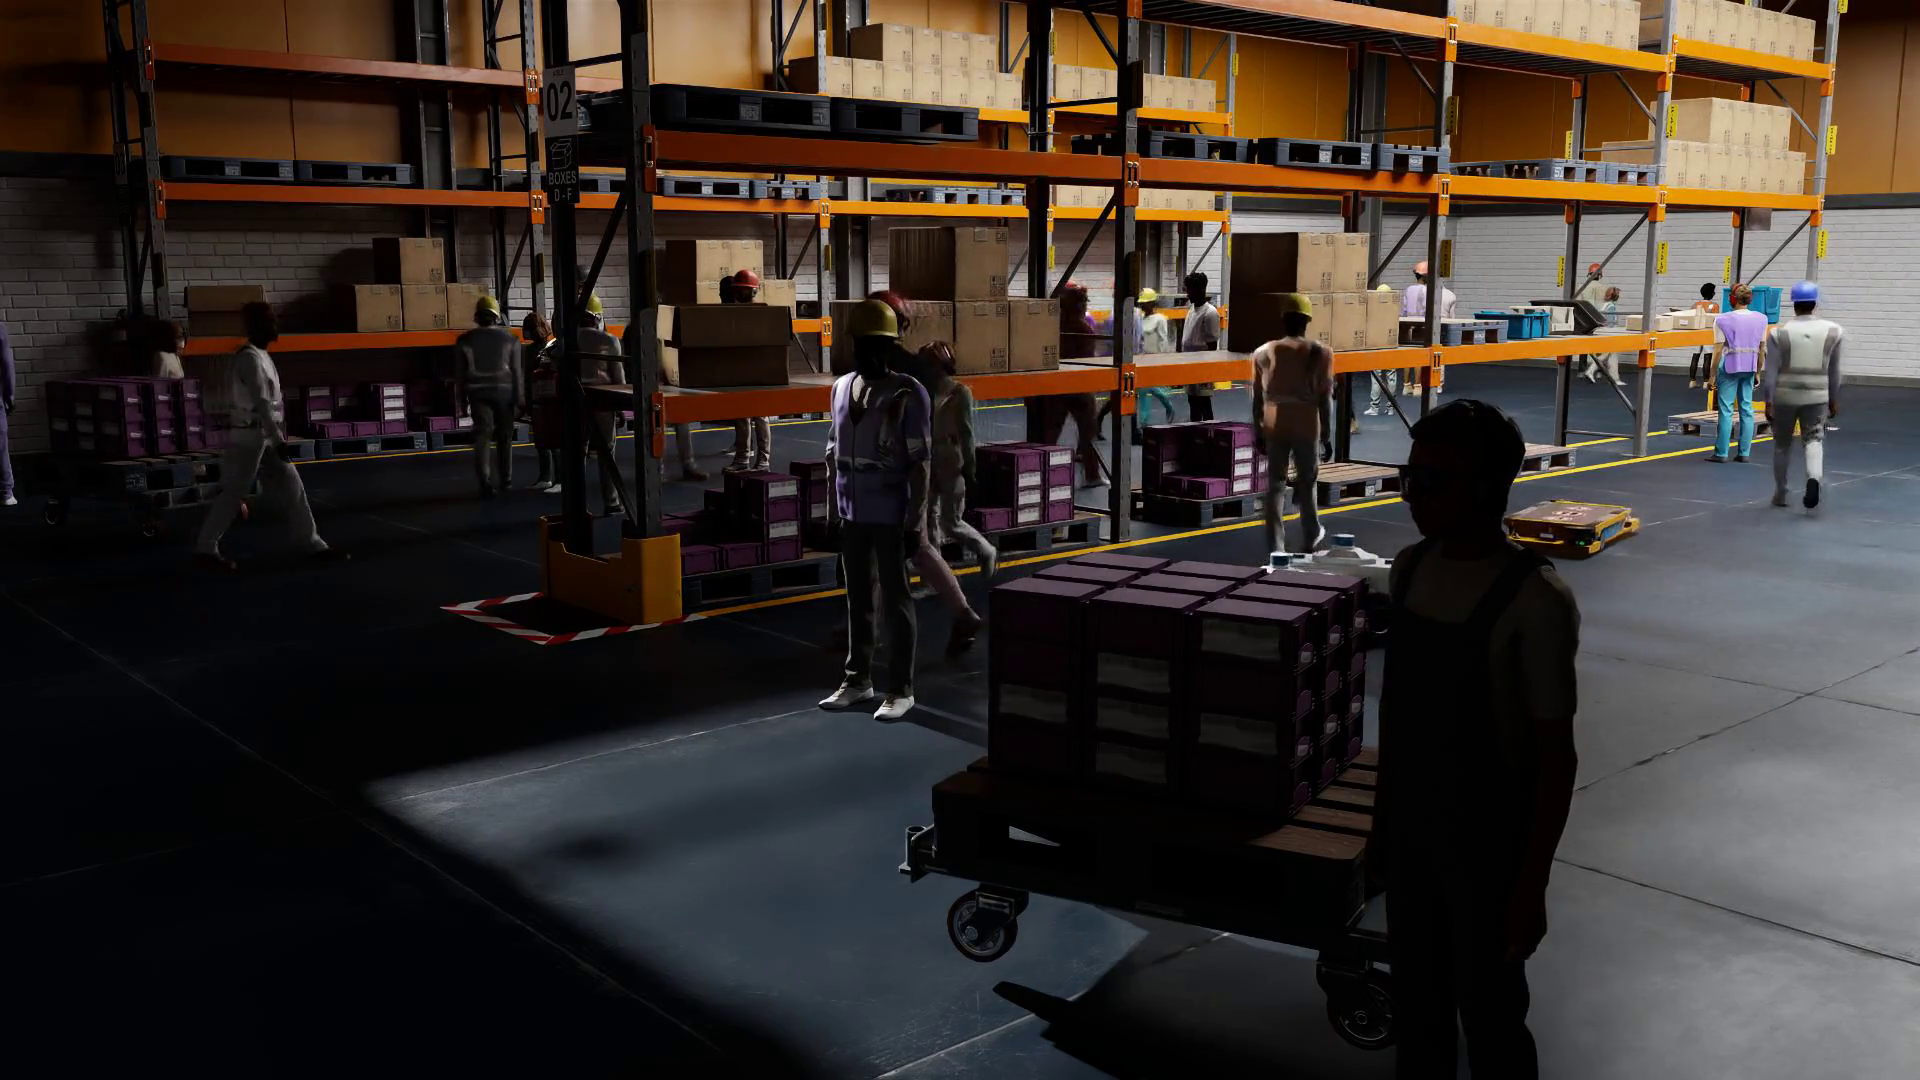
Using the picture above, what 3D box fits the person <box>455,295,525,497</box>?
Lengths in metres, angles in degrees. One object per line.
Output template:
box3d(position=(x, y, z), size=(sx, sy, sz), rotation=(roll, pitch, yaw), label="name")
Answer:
box3d(position=(-4.188, -1.282, 14.823), size=(0.597, 1.786, 0.912), rotation=(-2, 10, -11), label="person")

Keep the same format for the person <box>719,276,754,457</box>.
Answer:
box3d(position=(-2.361, -1.839, 17.669), size=(0.386, 1.916, 0.590), rotation=(-3, 10, -15), label="person")

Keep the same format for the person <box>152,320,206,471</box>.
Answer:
box3d(position=(-6.571, -1.059, 14.052), size=(0.877, 1.571, 0.531), rotation=(-3, 10, -16), label="person")

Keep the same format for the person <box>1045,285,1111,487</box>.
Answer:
box3d(position=(0.964, -1.377, 15.116), size=(0.946, 1.874, 0.640), rotation=(-9, 13, -43), label="person")

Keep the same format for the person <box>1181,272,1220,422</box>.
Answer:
box3d(position=(2.524, -1.858, 17.654), size=(0.374, 1.959, 0.603), rotation=(-3, 10, -17), label="person")

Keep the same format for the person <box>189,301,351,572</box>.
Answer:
box3d(position=(-4.751, -0.690, 11.221), size=(1.011, 1.834, 0.581), rotation=(-1, 10, -8), label="person")

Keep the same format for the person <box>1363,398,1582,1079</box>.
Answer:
box3d(position=(1.022, 0.630, 3.424), size=(0.336, 1.844, 0.508), rotation=(-4, 11, -24), label="person")

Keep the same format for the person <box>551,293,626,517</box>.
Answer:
box3d(position=(-3.010, -1.095, 13.560), size=(0.597, 1.831, 0.403), rotation=(1, 10, 4), label="person")

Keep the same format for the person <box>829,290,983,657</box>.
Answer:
box3d(position=(-0.297, -0.343, 8.824), size=(0.948, 1.955, 0.617), rotation=(9, 13, 42), label="person")

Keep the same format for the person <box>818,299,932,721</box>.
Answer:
box3d(position=(-0.396, -0.138, 7.673), size=(0.585, 1.930, 0.356), rotation=(7, 12, 36), label="person")

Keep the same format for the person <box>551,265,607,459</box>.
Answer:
box3d(position=(-3.947, -1.887, 17.586), size=(0.689, 2.000, 0.537), rotation=(8, 13, 40), label="person")

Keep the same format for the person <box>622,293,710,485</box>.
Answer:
box3d(position=(-2.749, -1.408, 15.504), size=(0.763, 1.805, 0.430), rotation=(-5, 11, -27), label="person")

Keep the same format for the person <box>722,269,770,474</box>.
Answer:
box3d(position=(-2.058, -1.612, 16.103), size=(0.612, 1.997, 0.375), rotation=(8, 13, 39), label="person")

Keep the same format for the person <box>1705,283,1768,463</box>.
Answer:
box3d(position=(7.966, -1.702, 17.061), size=(0.565, 1.850, 0.390), rotation=(-1, 10, -7), label="person")

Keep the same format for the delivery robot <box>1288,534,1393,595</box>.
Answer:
box3d(position=(2.163, 0.211, 9.376), size=(0.707, 0.478, 0.477), rotation=(4, 10, 21), label="delivery robot")

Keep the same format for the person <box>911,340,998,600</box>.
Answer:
box3d(position=(-0.062, -0.439, 10.344), size=(0.562, 1.619, 0.517), rotation=(-9, 13, -42), label="person")

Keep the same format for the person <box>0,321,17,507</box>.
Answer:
box3d(position=(-8.298, -1.205, 13.986), size=(0.643, 1.909, 0.410), rotation=(-6, 11, -32), label="person")

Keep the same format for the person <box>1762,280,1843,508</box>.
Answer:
box3d(position=(7.022, -1.198, 13.878), size=(0.619, 1.931, 0.727), rotation=(3, 10, 16), label="person")

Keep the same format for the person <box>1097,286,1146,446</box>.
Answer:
box3d(position=(1.796, -2.023, 18.820), size=(0.938, 1.904, 0.545), rotation=(7, 12, 35), label="person")

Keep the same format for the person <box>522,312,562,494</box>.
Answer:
box3d(position=(-3.764, -1.230, 14.967), size=(0.288, 1.626, 0.497), rotation=(-9, 13, -42), label="person")

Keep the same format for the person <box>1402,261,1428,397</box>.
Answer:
box3d(position=(6.959, -3.180, 25.150), size=(0.392, 2.041, 0.615), rotation=(-3, 10, -19), label="person")

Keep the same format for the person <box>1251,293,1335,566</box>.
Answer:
box3d(position=(2.323, -0.771, 11.577), size=(0.604, 1.859, 1.028), rotation=(4, 11, 24), label="person")

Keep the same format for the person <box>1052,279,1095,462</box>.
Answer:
box3d(position=(1.101, -1.695, 16.895), size=(0.569, 1.883, 0.972), rotation=(4, 11, 23), label="person")

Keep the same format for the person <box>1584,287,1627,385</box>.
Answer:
box3d(position=(10.702, -3.365, 27.473), size=(0.635, 1.624, 0.526), rotation=(2, 10, 12), label="person")

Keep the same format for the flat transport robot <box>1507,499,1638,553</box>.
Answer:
box3d(position=(4.544, -0.115, 12.387), size=(0.652, 0.197, 1.431), rotation=(7, 12, 34), label="flat transport robot")

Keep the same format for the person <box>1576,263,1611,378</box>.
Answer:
box3d(position=(11.071, -3.832, 29.104), size=(0.611, 1.996, 0.379), rotation=(3, 10, 18), label="person")

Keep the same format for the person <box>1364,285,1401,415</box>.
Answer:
box3d(position=(5.650, -2.541, 22.286), size=(0.484, 1.745, 0.296), rotation=(-3, 10, -15), label="person")

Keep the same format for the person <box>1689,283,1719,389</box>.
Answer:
box3d(position=(11.914, -3.254, 26.601), size=(0.318, 1.697, 0.534), rotation=(-5, 11, -26), label="person")

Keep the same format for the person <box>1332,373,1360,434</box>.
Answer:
box3d(position=(4.417, -2.080, 19.890), size=(0.808, 1.643, 0.552), rotation=(0, 10, 1), label="person")

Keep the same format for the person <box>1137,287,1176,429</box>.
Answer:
box3d(position=(2.362, -2.224, 20.422), size=(0.514, 1.746, 0.523), rotation=(-7, 12, -36), label="person")

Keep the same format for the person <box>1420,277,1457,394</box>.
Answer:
box3d(position=(7.332, -3.209, 25.768), size=(0.654, 1.896, 0.400), rotation=(0, 10, 0), label="person")

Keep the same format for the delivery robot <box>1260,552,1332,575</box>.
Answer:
box3d(position=(1.687, 0.310, 8.795), size=(0.707, 0.478, 0.477), rotation=(-2, 10, -10), label="delivery robot")
